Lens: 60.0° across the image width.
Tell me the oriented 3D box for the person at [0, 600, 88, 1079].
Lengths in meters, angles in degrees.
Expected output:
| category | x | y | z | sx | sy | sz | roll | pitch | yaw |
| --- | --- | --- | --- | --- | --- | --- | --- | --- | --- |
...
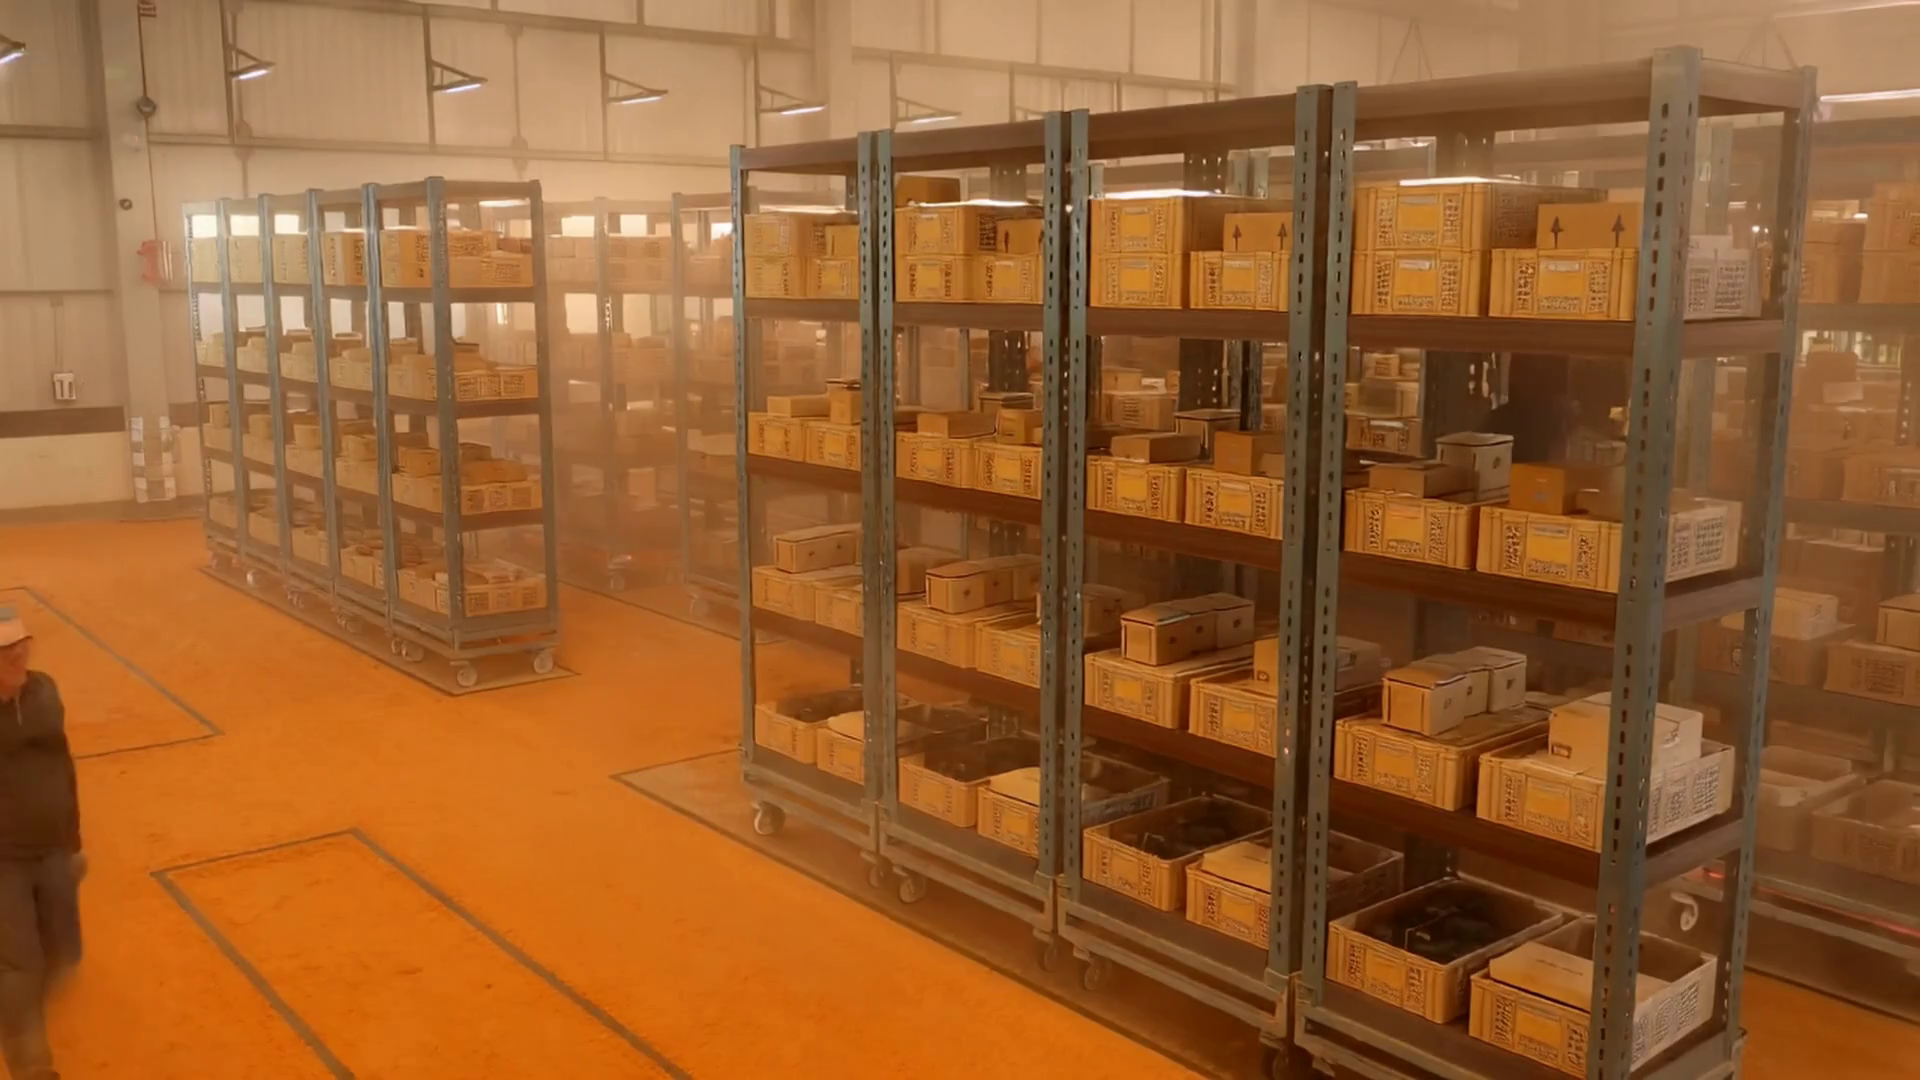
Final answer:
| category | x | y | z | sx | sy | sz | roll | pitch | yaw |
| --- | --- | --- | --- | --- | --- | --- | --- | --- | --- |
| person | -3.377 | 1.123 | 5.791 | 0.650 | 1.887 | 0.665 | 1 | 10 | 8 |
